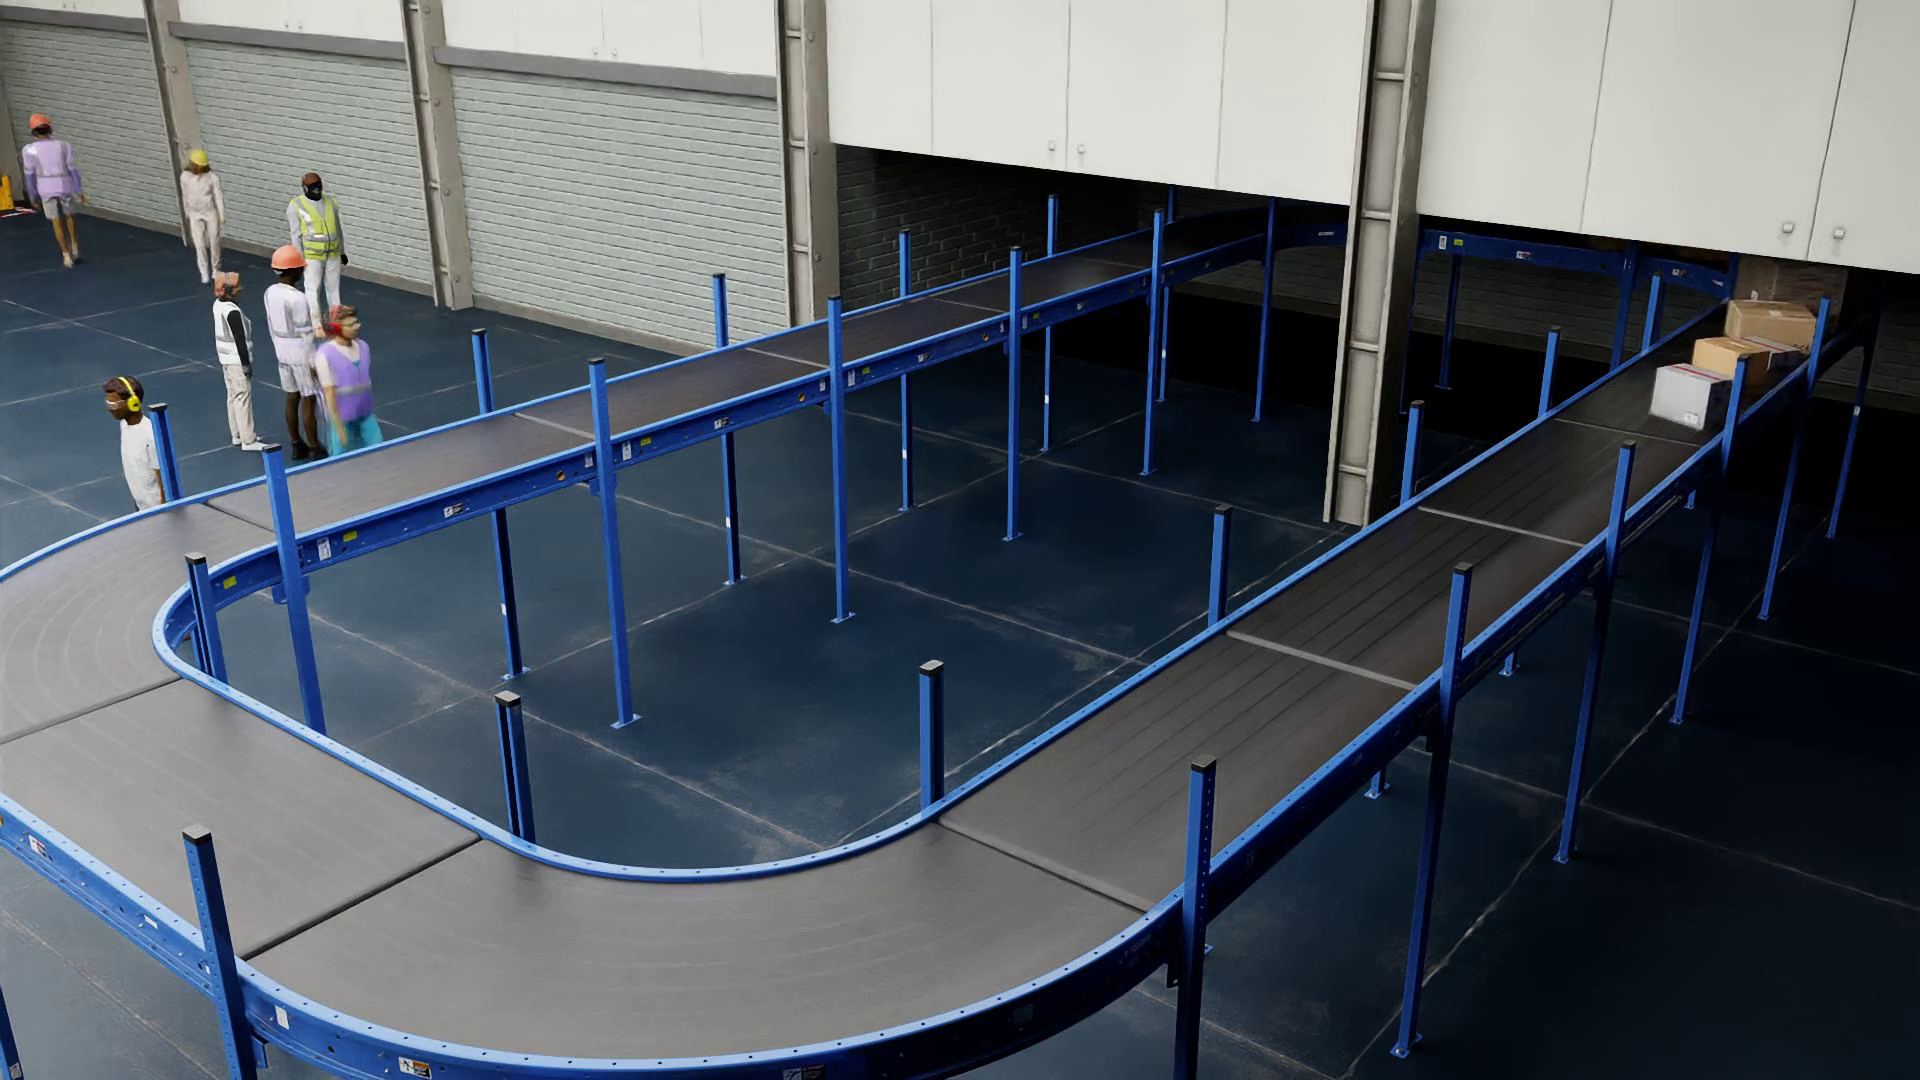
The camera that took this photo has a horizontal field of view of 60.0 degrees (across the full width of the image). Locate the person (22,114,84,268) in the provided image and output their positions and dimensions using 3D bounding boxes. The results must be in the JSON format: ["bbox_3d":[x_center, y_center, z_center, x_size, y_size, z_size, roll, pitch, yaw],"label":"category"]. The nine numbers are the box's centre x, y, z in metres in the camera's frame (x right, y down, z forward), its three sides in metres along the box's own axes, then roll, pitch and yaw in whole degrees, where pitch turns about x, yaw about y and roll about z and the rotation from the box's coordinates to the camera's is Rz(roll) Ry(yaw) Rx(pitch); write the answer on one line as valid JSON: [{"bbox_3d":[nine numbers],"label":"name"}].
[{"bbox_3d":[-12.205,-4.706,22.388,0.646,2.017,0.724,-15,26,-33],"label":"person"}]

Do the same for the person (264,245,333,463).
[{"bbox_3d":[-5.837,-1.632,14.692,0.547,1.938,0.377,15,26,34],"label":"person"}]

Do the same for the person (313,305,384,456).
[{"bbox_3d":[-4.884,-0.986,13.226,0.866,1.814,0.572,9,23,22],"label":"person"}]

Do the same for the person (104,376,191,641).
[{"bbox_3d":[-5.426,-0.206,11.181,0.513,1.861,0.321,18,28,38],"label":"person"}]

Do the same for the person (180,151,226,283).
[{"bbox_3d":[-9.750,-4.168,21.461,0.524,1.687,0.819,-6,22,-16],"label":"person"}]

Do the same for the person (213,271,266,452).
[{"bbox_3d":[-6.541,-1.615,15.056,0.311,1.636,0.521,-16,27,-36],"label":"person"}]

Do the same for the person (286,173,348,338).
[{"bbox_3d":[-7.267,-3.250,18.934,0.429,1.845,0.621,17,27,36],"label":"person"}]
